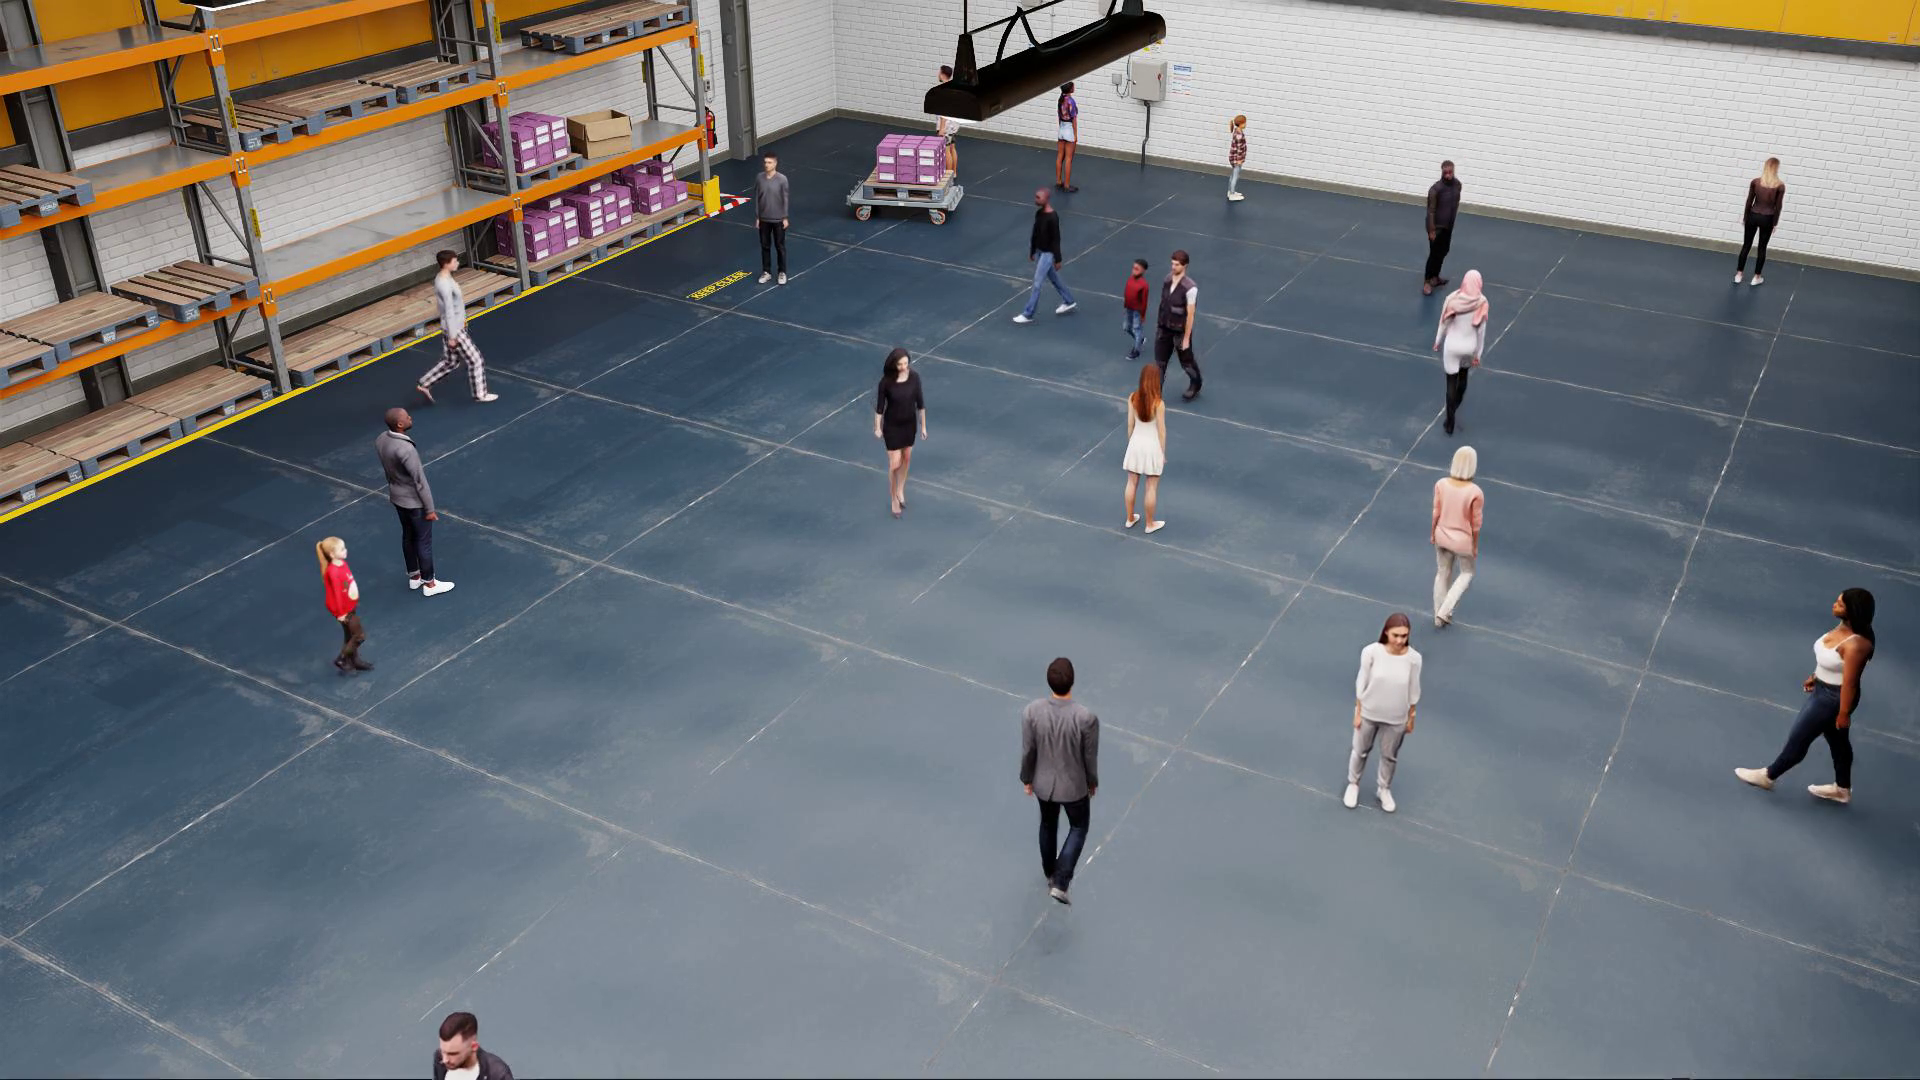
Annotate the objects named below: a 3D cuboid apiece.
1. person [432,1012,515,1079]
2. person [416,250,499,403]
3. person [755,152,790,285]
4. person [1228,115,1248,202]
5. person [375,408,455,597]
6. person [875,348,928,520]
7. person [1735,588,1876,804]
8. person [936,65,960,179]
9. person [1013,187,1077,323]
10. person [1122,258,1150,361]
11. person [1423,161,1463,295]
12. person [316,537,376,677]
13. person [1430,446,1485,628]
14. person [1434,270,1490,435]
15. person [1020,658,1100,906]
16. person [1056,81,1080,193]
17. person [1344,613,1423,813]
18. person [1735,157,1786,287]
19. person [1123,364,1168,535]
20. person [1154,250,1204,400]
[{"bbox_3d":[-2.412,3.074,8.649,0.670,1.823,0.619,17,33,29],"label":"person"},{"bbox_3d":[-5.758,-2.348,18.600,1.168,1.811,1.048,-10,30,-18],"label":"person"},{"bbox_3d":[-2.514,-4.316,22.260,0.693,1.761,0.664,4,29,8],"label":"person"},{"bbox_3d":[4.267,-5.904,25.650,0.661,1.304,0.568,2,29,3],"label":"person"},{"bbox_3d":[-4.939,-0.351,14.933,0.762,1.818,0.670,23,36,36],"label":"person"},{"bbox_3d":[-0.613,-1.115,16.376,0.787,1.777,0.838,-12,31,-21],"label":"person"},{"bbox_3d":[6.501,1.188,12.158,0.765,1.773,0.994,13,31,22],"label":"person"},{"bbox_3d":[-0.194,-6.616,26.421,0.760,1.814,0.567,10,30,17],"label":"person"},{"bbox_3d":[1.167,-3.603,21.015,1.250,1.703,1.038,-14,31,-24],"label":"person"},{"bbox_3d":[2.158,-2.798,20.017,0.683,1.245,0.615,-19,34,-31],"label":"person"},{"bbox_3d":[6.331,-4.136,21.877,0.999,1.812,0.744,24,37,37],"label":"person"},{"bbox_3d":[-5.175,0.564,13.821,0.668,1.276,0.604,-4,29,-8],"label":"person"},{"bbox_3d":[4.239,0.023,14.352,0.661,1.716,0.684,21,35,33],"label":"person"},{"bbox_3d":[5.420,-2.005,18.018,0.918,1.767,1.176,3,29,6],"label":"person"},{"bbox_3d":[0.665,1.678,11.177,0.791,1.852,0.984,9,30,16],"label":"person"},{"bbox_3d":[1.667,-6.333,25.978,0.664,1.743,0.667,-17,33,-28],"label":"person"},{"bbox_3d":[3.086,1.243,12.151,0.675,1.683,0.647,5,29,10],"label":"person"},{"bbox_3d":[10.689,-4.260,22.219,0.627,1.702,0.549,21,35,33],"label":"person"},{"bbox_3d":[1.785,-0.884,16.028,0.571,1.705,0.549,19,34,31],"label":"person"},{"bbox_3d":[2.484,-2.353,18.617,1.282,1.805,0.925,-23,36,-36],"label":"person"}]
